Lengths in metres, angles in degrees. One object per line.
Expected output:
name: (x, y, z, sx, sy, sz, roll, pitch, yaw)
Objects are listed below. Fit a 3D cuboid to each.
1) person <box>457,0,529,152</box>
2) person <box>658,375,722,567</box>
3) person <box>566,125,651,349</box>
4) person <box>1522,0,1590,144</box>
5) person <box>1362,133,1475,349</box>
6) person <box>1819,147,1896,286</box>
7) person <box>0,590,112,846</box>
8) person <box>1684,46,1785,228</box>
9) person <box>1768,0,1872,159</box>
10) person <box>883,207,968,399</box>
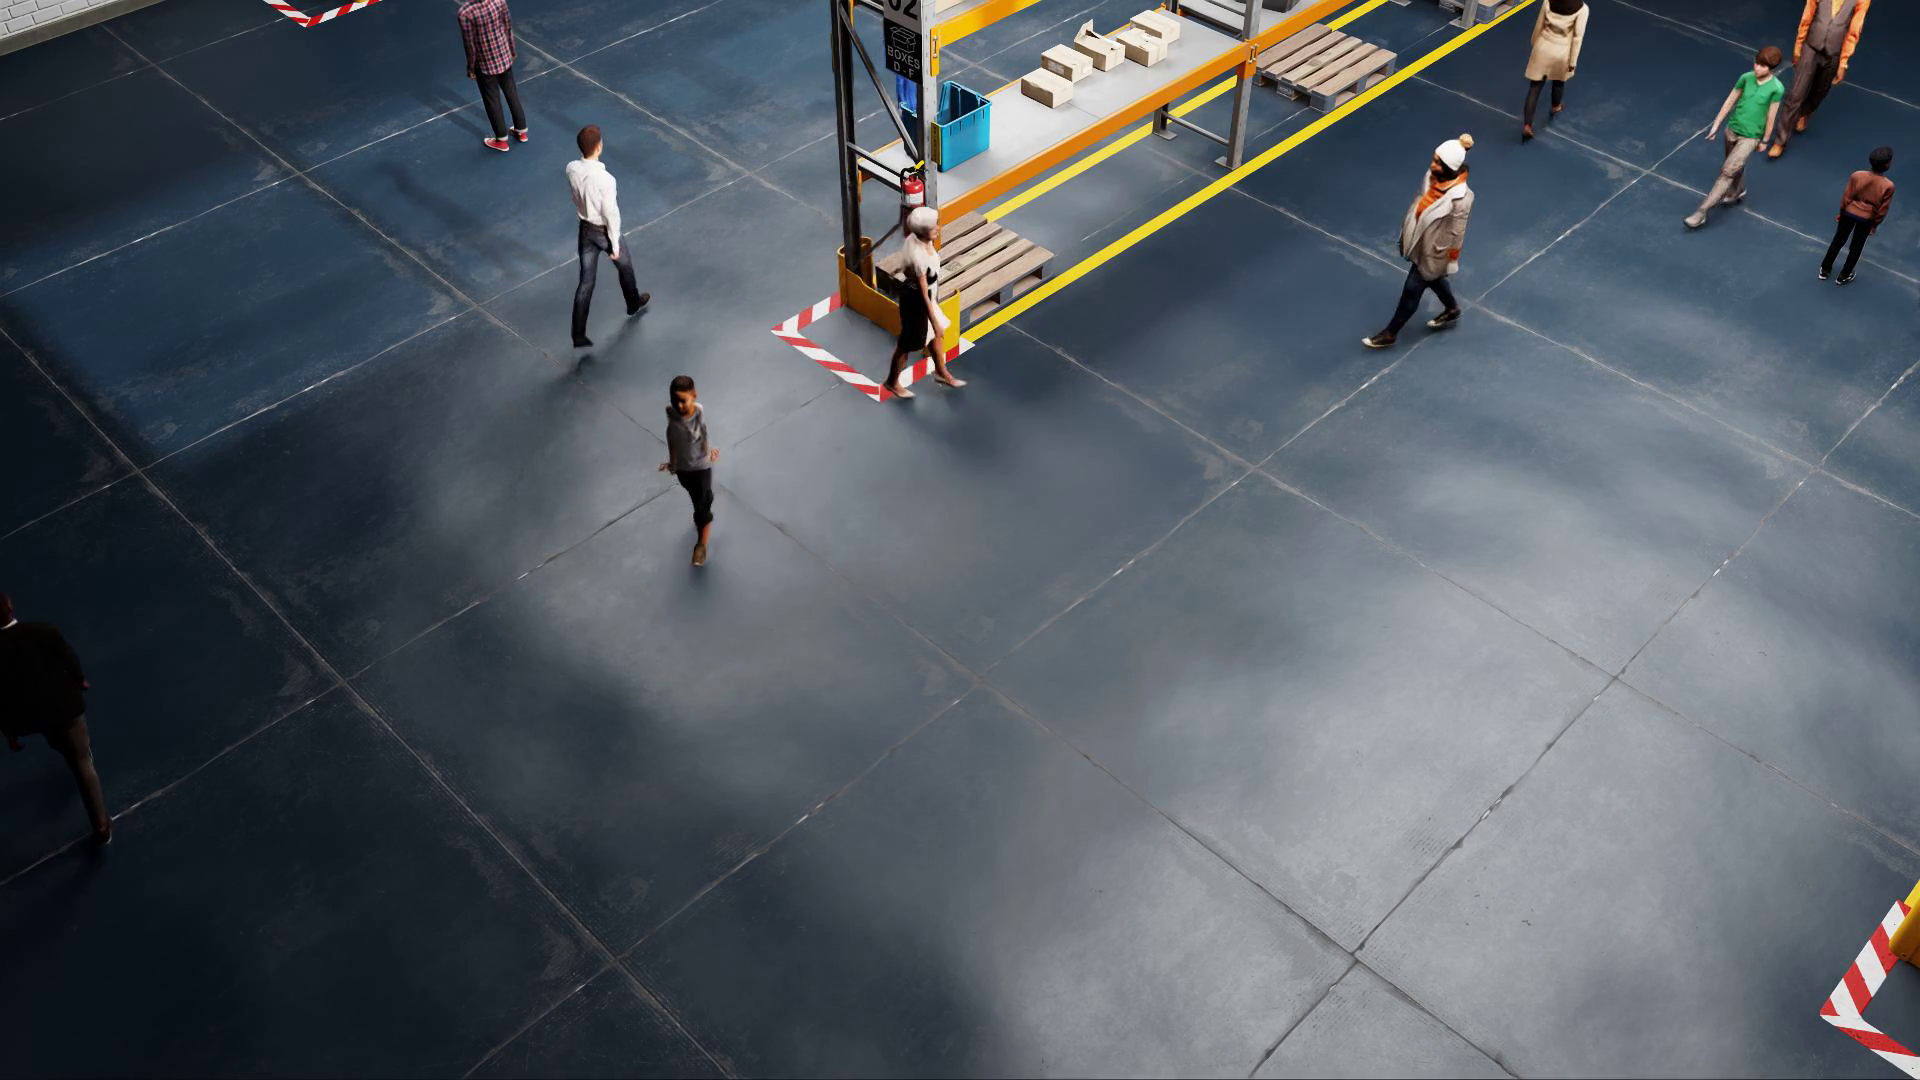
person: (-4.347, -4.466, 15.429, 0.754, 1.760, 0.534, 32, 52, 29)
person: (-1.885, -0.652, 11.667, 0.933, 1.428, 1.025, 3, 44, 3)
person: (-2.910, -2.351, 13.160, 0.968, 1.829, 1.320, 17, 46, 17)
person: (5.494, -4.483, 15.526, 0.757, 1.652, 1.023, 27, 50, 26)
person: (3.829, -2.367, 13.160, 1.293, 1.851, 1.080, -11, 45, -12)
person: (7.551, -2.728, 13.971, 0.527, 1.255, 0.481, 31, 52, 29)
person: (-5.267, 1.062, 9.642, 1.214, 1.740, 1.004, -18, 46, -18)
person: (6.925, -3.584, 14.615, 1.164, 1.607, 0.731, -26, 50, -25)
person: (8.015, -4.525, 15.409, 0.891, 1.874, 1.299, 23, 48, 22)
person: (-0.423, -1.779, 12.635, 1.038, 1.723, 0.991, 4, 44, 4)
